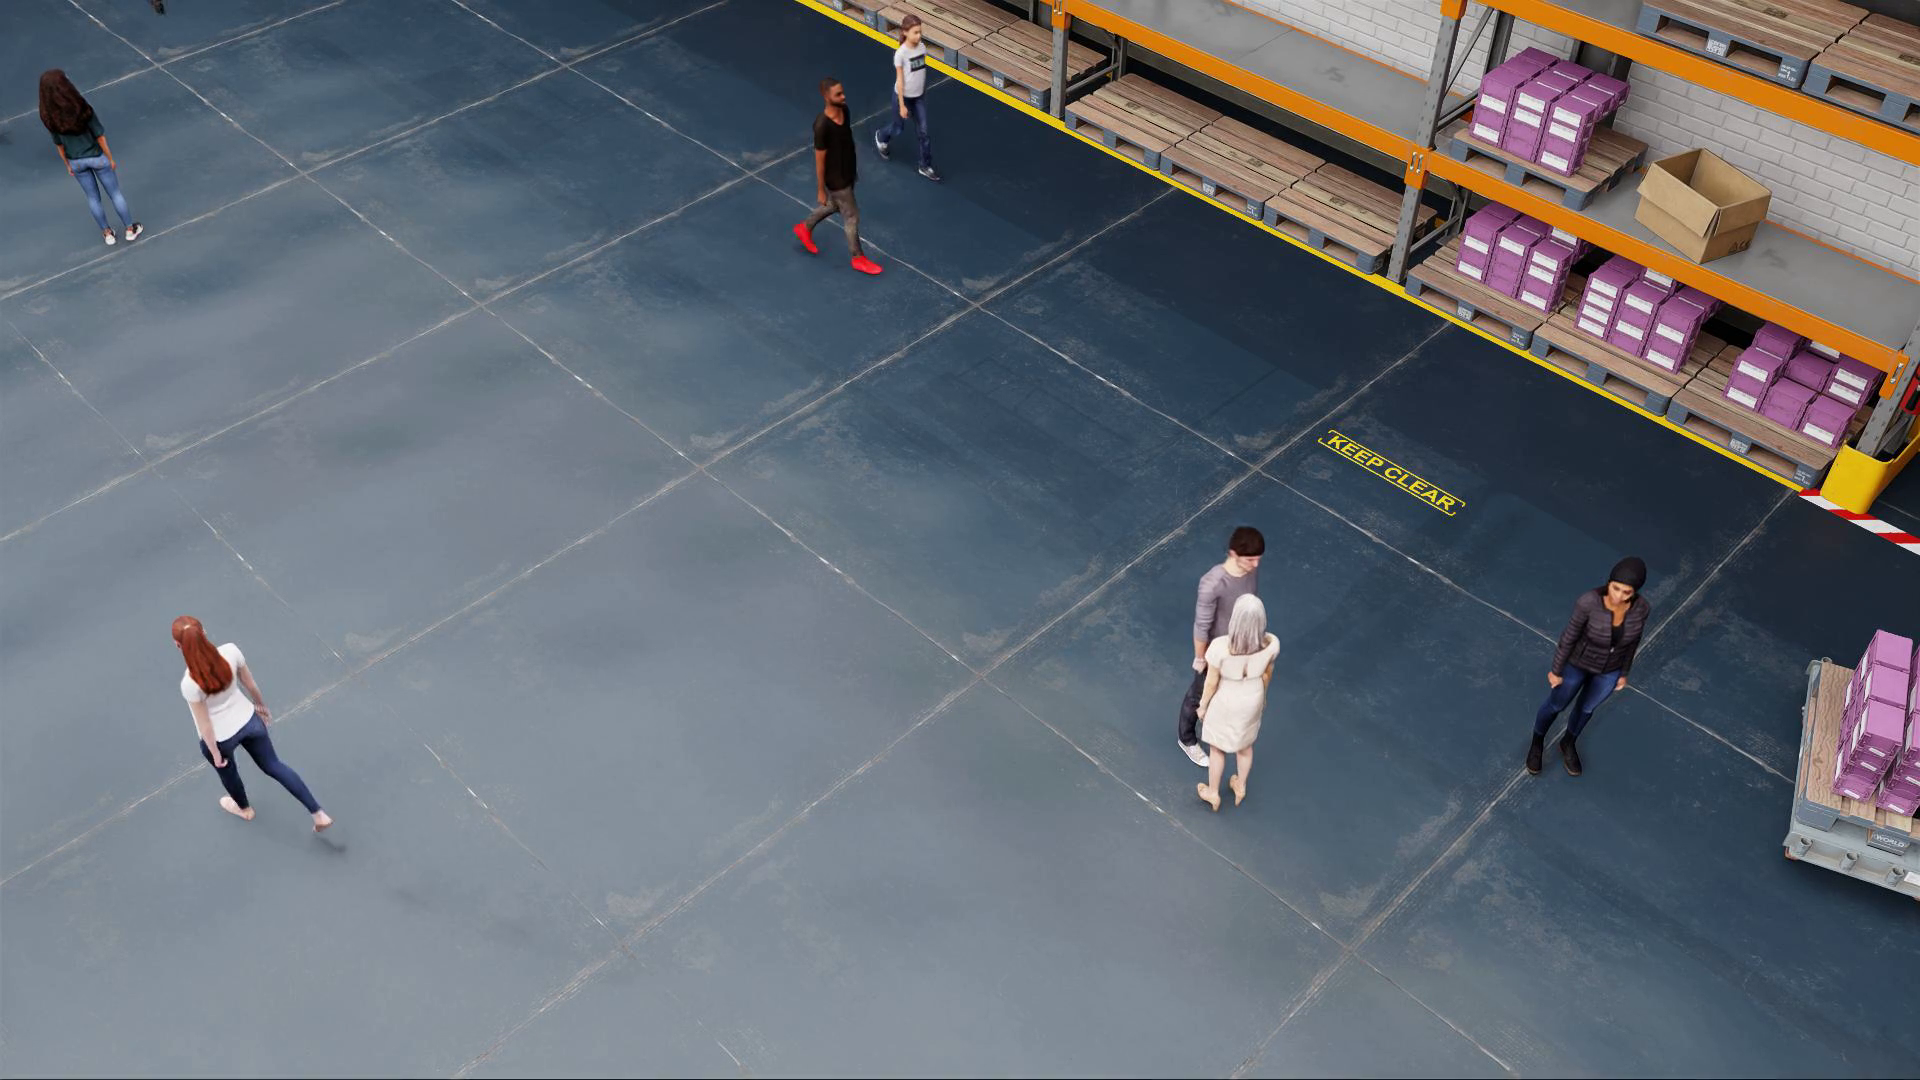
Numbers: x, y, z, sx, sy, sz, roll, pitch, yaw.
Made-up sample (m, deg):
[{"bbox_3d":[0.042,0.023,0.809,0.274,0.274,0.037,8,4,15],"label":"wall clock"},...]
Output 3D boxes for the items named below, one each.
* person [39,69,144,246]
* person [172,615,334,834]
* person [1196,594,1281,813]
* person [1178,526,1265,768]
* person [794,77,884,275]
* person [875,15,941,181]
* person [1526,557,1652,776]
[{"bbox_3d":[-7.565,-3.309,14.420,0.705,1.615,0.741,-9,44,-9],"label":"person"},{"bbox_3d":[-4.143,1.147,9.677,1.148,1.705,0.782,22,48,21],"label":"person"},{"bbox_3d":[1.626,0.975,9.836,0.695,1.735,0.726,-7,44,-8],"label":"person"},{"bbox_3d":[1.593,0.595,10.153,0.539,1.848,0.673,33,52,30],"label":"person"},{"bbox_3d":[-1.104,-3.102,14.084,1.218,1.779,0.930,17,46,17],"label":"person"},{"bbox_3d":[-0.515,-4.105,15.311,0.630,1.539,1.050,-28,50,-26],"label":"person"},{"bbox_3d":[3.803,0.766,10.047,0.684,1.748,0.755,2,44,2],"label":"person"}]
